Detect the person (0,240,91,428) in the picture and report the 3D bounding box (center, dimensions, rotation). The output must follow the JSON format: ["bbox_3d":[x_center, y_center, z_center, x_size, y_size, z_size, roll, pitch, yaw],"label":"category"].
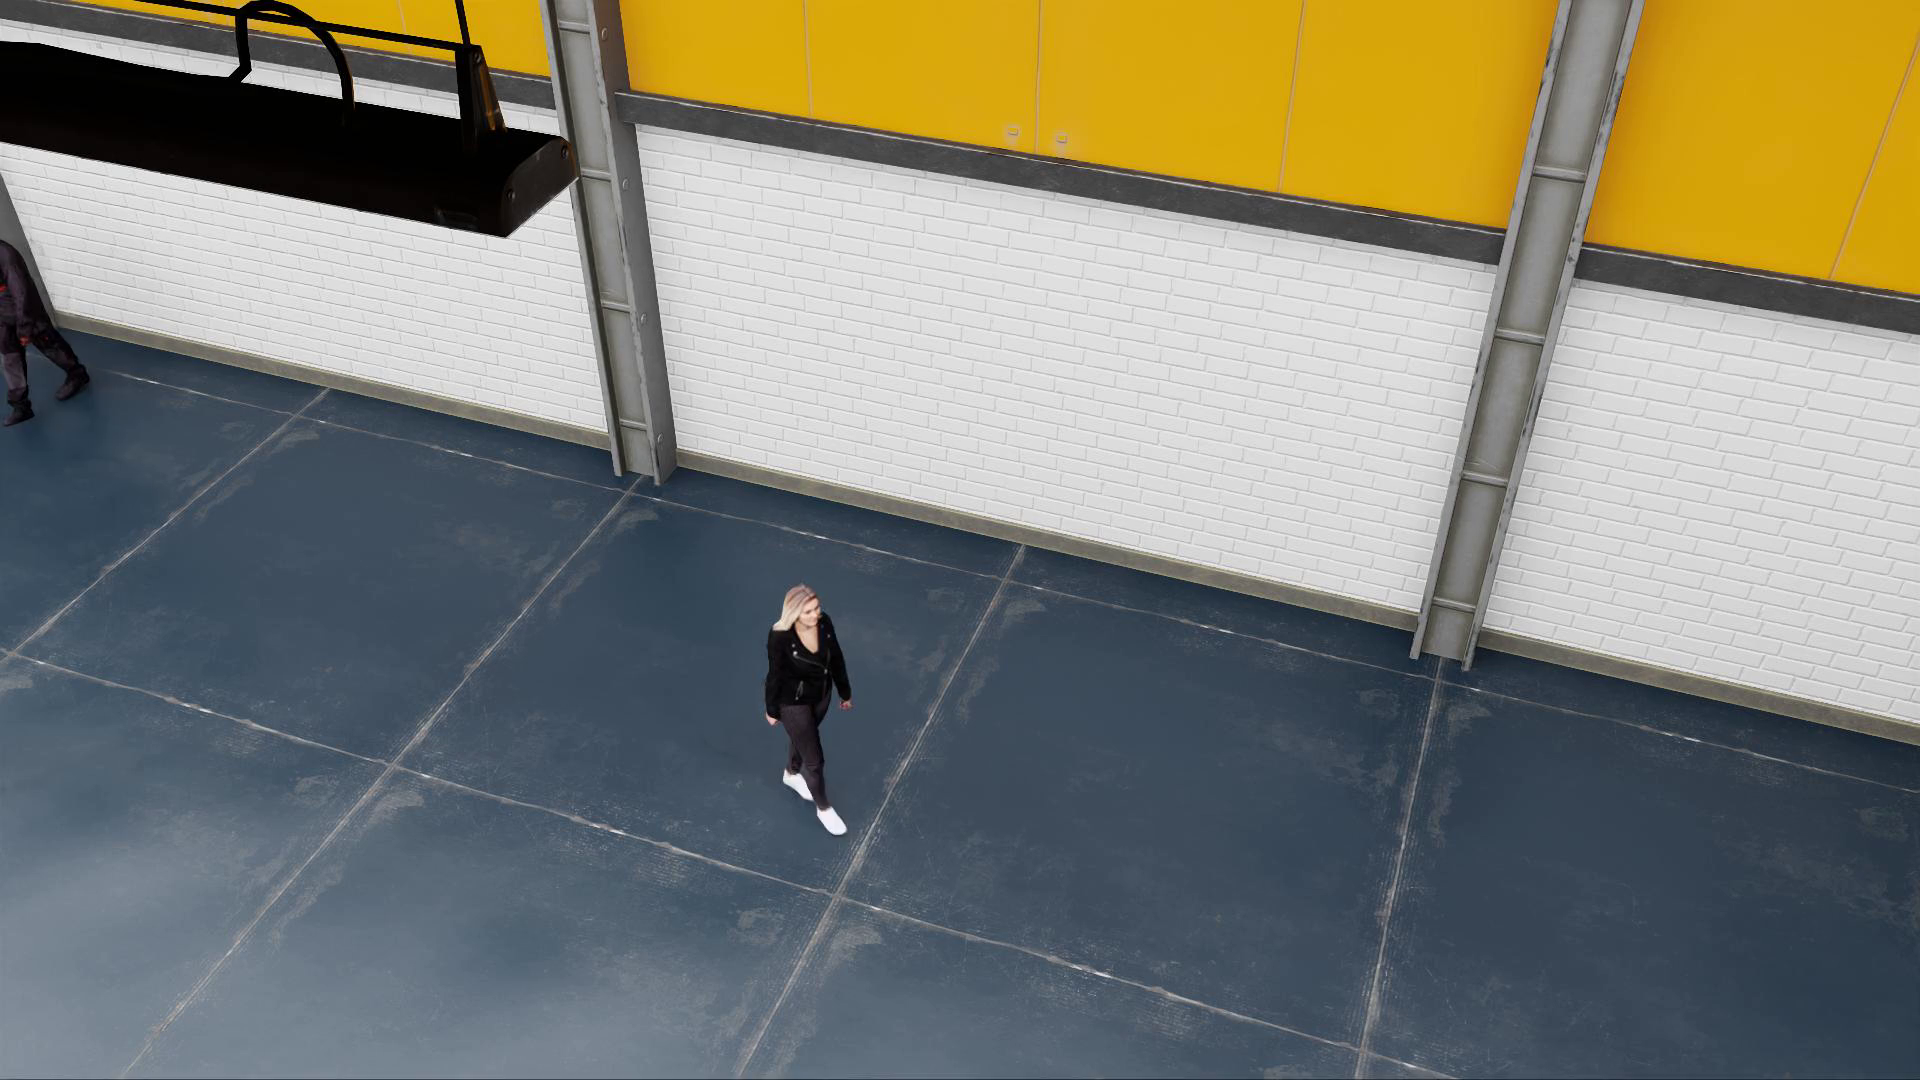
[{"bbox_3d":[-7.260,-1.819,12.918,1.058,1.784,0.781,16,41,19],"label":"person"}]

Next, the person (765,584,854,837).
[{"bbox_3d":[-0.958,0.882,9.632,0.870,1.665,0.989,-30,47,-32],"label":"person"}]
